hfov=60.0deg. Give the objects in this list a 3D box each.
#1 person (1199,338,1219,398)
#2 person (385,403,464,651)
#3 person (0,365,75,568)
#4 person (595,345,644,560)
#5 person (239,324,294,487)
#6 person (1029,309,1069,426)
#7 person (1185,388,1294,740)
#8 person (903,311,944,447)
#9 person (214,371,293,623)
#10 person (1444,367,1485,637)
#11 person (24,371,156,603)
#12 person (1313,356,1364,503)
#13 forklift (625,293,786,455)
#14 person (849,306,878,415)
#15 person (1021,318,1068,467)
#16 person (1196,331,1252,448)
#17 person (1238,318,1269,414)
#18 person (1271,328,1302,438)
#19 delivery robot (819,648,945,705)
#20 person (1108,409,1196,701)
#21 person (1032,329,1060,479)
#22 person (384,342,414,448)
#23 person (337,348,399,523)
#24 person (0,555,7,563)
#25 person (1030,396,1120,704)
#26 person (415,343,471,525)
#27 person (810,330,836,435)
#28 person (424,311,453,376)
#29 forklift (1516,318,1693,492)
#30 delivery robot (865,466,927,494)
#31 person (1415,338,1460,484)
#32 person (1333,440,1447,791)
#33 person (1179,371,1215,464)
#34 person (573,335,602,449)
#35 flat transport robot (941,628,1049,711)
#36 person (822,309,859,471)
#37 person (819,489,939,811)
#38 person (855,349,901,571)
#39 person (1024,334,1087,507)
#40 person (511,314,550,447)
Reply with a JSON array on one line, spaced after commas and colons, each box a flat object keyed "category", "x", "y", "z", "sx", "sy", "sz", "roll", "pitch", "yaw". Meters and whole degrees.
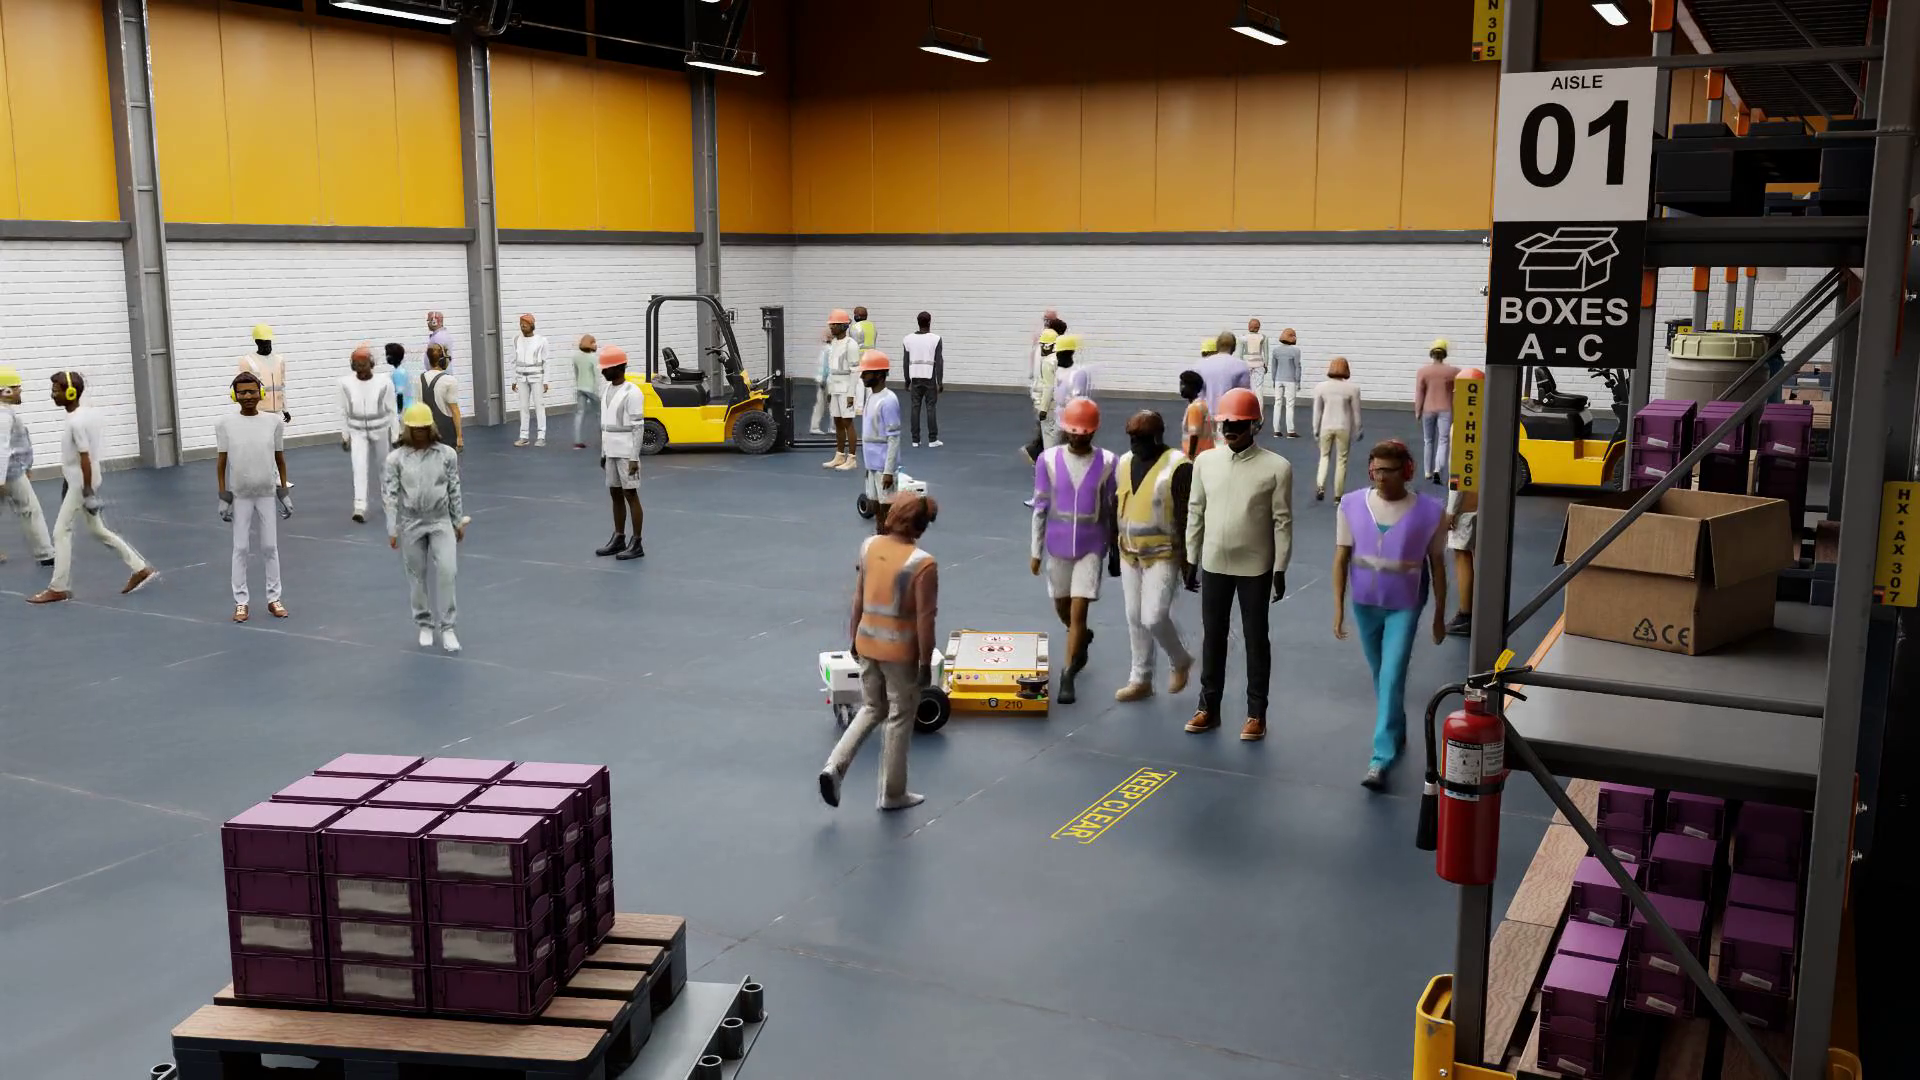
[{"category": "person", "x": 3.055, "y": -1.584, "z": 20.175, "sx": 0.911, "sy": 1.721, "sz": 0.524, "roll": -6, "pitch": 12, "yaw": -33}, {"category": "person", "x": -3.672, "y": -0.079, "z": 11.445, "sx": 0.515, "sy": 1.712, "sz": 0.756, "roll": -4, "pitch": 11, "yaw": -23}, {"category": "person", "x": -8.240, "y": -0.601, "z": 14.296, "sx": 0.590, "sy": 1.796, "sz": 0.910, "roll": 10, "pitch": 14, "yaw": 44}, {"category": "person", "x": -3.069, "y": -0.784, "z": 14.944, "sx": 0.542, "sy": 1.928, "sz": 0.374, "roll": 9, "pitch": 13, "yaw": 43}, {"category": "person", "x": -8.058, "y": -1.544, "z": 19.345, "sx": 0.369, "sy": 1.927, "sz": 0.587, "roll": 5, "pitch": 11, "yaw": 29}, {"category": "person", "x": 1.436, "y": -2.669, "z": 26.022, "sx": 0.649, "sy": 1.873, "sz": 0.923, "roll": -5, "pitch": 11, "yaw": -28}, {"category": "person", "x": 1.564, "y": 0.134, "z": 9.431, "sx": 0.622, "sy": 1.994, "sz": 0.380, "roll": 5, "pitch": 11, "yaw": 29}, {"category": "person", "x": -0.522, "y": -2.279, "z": 23.623, "sx": 0.590, "sy": 1.920, "sz": 0.399, "roll": 3, "pitch": 10, "yaw": 19}, {"category": "person", "x": -5.282, "y": -0.327, "z": 12.461, "sx": 0.518, "sy": 1.873, "sz": 0.328, "roll": -6, "pitch": 11, "yaw": -31}, {"category": "person", "x": 3.654, "y": -0.273, "z": 11.958, "sx": 0.551, "sy": 1.933, "sz": 0.368, "roll": -8, "pitch": 12, "yaw": -38}, {"category": "person", "x": -6.946, "y": -0.435, "z": 13.189, "sx": 0.895, "sy": 1.838, "sz": 0.531, "roll": -4, "pitch": 10, "yaw": -20}, {"category": "person", "x": 4.140, "y": -1.200, "z": 18.227, "sx": 0.522, "sy": 1.626, "sz": 0.346, "roll": 5, "pitch": 11, "yaw": 28}, {"category": "forklift", "x": -3.588, "y": -2.317, "z": 23.042, "sx": 2.313, "sy": 2.155, "sz": 1.214, "roll": -1, "pitch": 10, "yaw": -5}, {"category": "person", "x": -1.683, "y": -3.046, "z": 28.279, "sx": 0.429, "sy": 1.846, "sz": 0.627, "roll": 7, "pitch": 12, "yaw": 35}, {"category": "person", "x": 1.103, "y": -1.848, "z": 21.095, "sx": 0.560, "sy": 1.928, "sz": 0.648, "roll": -3, "pitch": 10, "yaw": -18}, {"category": "person", "x": 2.921, "y": -1.396, "z": 18.635, "sx": 0.636, "sy": 1.893, "sz": 1.038, "roll": 6, "pitch": 12, "yaw": 33}, {"category": "person", "x": 4.970, "y": -2.932, "z": 28.212, "sx": 0.525, "sy": 1.639, "sz": 0.307, "roll": 1, "pitch": 10, "yaw": 7}, {"category": "person", "x": 4.862, "y": -2.337, "z": 24.782, "sx": 0.285, "sy": 1.631, "sz": 0.501, "roll": -10, "pitch": 14, "yaw": -44}, {"category": "delivery robot", "x": -0.458, "y": 0.767, "z": 9.658, "sx": 0.707, "sy": 0.478, "sz": 0.477, "roll": -2, "pitch": 10, "yaw": -10}, {"category": "person", "x": 1.172, "y": 0.109, "z": 10.097, "sx": 0.481, "sy": 1.818, "sz": 0.685, "roll": -8, "pitch": 13, "yaw": -39}, {"category": "person", "x": 1.083, "y": -1.645, "z": 20.200, "sx": 0.404, "sy": 1.831, "sz": 0.600, "roll": 4, "pitch": 10, "yaw": 20}, {"category": "person", "x": -6.644, "y": -1.542, "z": 20.038, "sx": 0.594, "sy": 1.676, "sz": 0.552, "roll": -2, "pitch": 10, "yaw": -13}, {"category": "person", "x": -6.094, "y": -1.087, "z": 17.187, "sx": 0.591, "sy": 1.777, "sz": 1.153, "roll": -2, "pitch": 10, "yaw": -12}, {"category": "person", "x": -8.771, "y": -0.738, "z": 14.670, "sx": 0.628, "sy": 1.931, "sz": 0.375, "roll": 9, "pitch": 13, "yaw": 42}, {"category": "person", "x": 0.737, "y": 0.018, "z": 10.435, "sx": 0.568, "sy": 1.894, "sz": 0.875, "roll": 2, "pitch": 10, "yaw": 10}, {"category": "person", "x": -5.229, "y": -1.056, "z": 16.755, "sx": 0.517, "sy": 1.844, "sz": 0.329, "roll": 4, "pitch": 11, "yaw": 21}, {"category": "person", "x": -1.984, "y": -2.376, "z": 25.086, "sx": 0.655, "sy": 1.587, "sz": 0.533, "roll": -3, "pitch": 10, "yaw": -16}, {"category": "person", "x": -7.585, "y": -2.376, "z": 24.217, "sx": 0.401, "sy": 1.906, "sz": 0.649, "roll": -2, "pitch": 10, "yaw": -10}, {"category": "forklift", "x": 7.066, "y": -1.601, "z": 18.899, "sx": 2.313, "sy": 2.155, "sz": 1.214, "roll": 5, "pitch": 11, "yaw": 27}, {"category": "delivery robot", "x": -0.658, "y": -0.519, "z": 17.103, "sx": 0.477, "sy": 0.478, "sz": 0.707, "roll": -8, "pitch": 13, "yaw": -38}, {"category": "person", "x": 5.721, "y": -1.548, "z": 19.935, "sx": 0.525, "sy": 1.732, "sz": 0.811, "roll": 4, "pitch": 11, "yaw": 23}, {"category": "person", "x": 2.250, "y": 0.358, "z": 8.749, "sx": 0.555, "sy": 1.787, "sz": 1.016, "roll": 6, "pitch": 12, "yaw": 32}, {"category": "person", "x": 2.238, "y": -0.800, "z": 15.878, "sx": 0.982, "sy": 1.622, "sz": 0.542, "roll": 2, "pitch": 10, "yaw": 9}, {"category": "person", "x": -5.203, "y": -2.093, "z": 23.474, "sx": 0.509, "sy": 1.589, "sz": 0.762, "roll": 5, "pitch": 11, "yaw": 28}, {"category": "flat transport robot", "x": 0.236, "y": 0.802, "z": 10.547, "sx": 0.652, "sy": 0.197, "sz": 1.431, "roll": 1, "pitch": 10, "yaw": 3}, {"category": "person", "x": -1.508, "y": -1.888, "z": 20.996, "sx": 0.378, "sy": 2.045, "sz": 0.605, "roll": -6, "pitch": 12, "yaw": -33}, {"category": "person", "x": -0.375, "y": 0.559, "z": 8.049, "sx": 0.563, "sy": 1.614, "sz": 0.548, "roll": 9, "pitch": 14, "yaw": 44}, {"category": "person", "x": -0.696, "y": -0.644, "z": 14.103, "sx": 0.379, "sy": 1.937, "sz": 0.548, "roll": -4, "pitch": 10, "yaw": -20}, {"category": "person", "x": 1.208, "y": -1.290, "z": 18.065, "sx": 1.012, "sy": 1.883, "sz": 0.593, "roll": -6, "pitch": 11, "yaw": -31}, {"category": "person", "x": -6.109, "y": -2.263, "z": 23.631, "sx": 0.573, "sy": 1.884, "sz": 0.353, "roll": 2, "pitch": 10, "yaw": 12}]
